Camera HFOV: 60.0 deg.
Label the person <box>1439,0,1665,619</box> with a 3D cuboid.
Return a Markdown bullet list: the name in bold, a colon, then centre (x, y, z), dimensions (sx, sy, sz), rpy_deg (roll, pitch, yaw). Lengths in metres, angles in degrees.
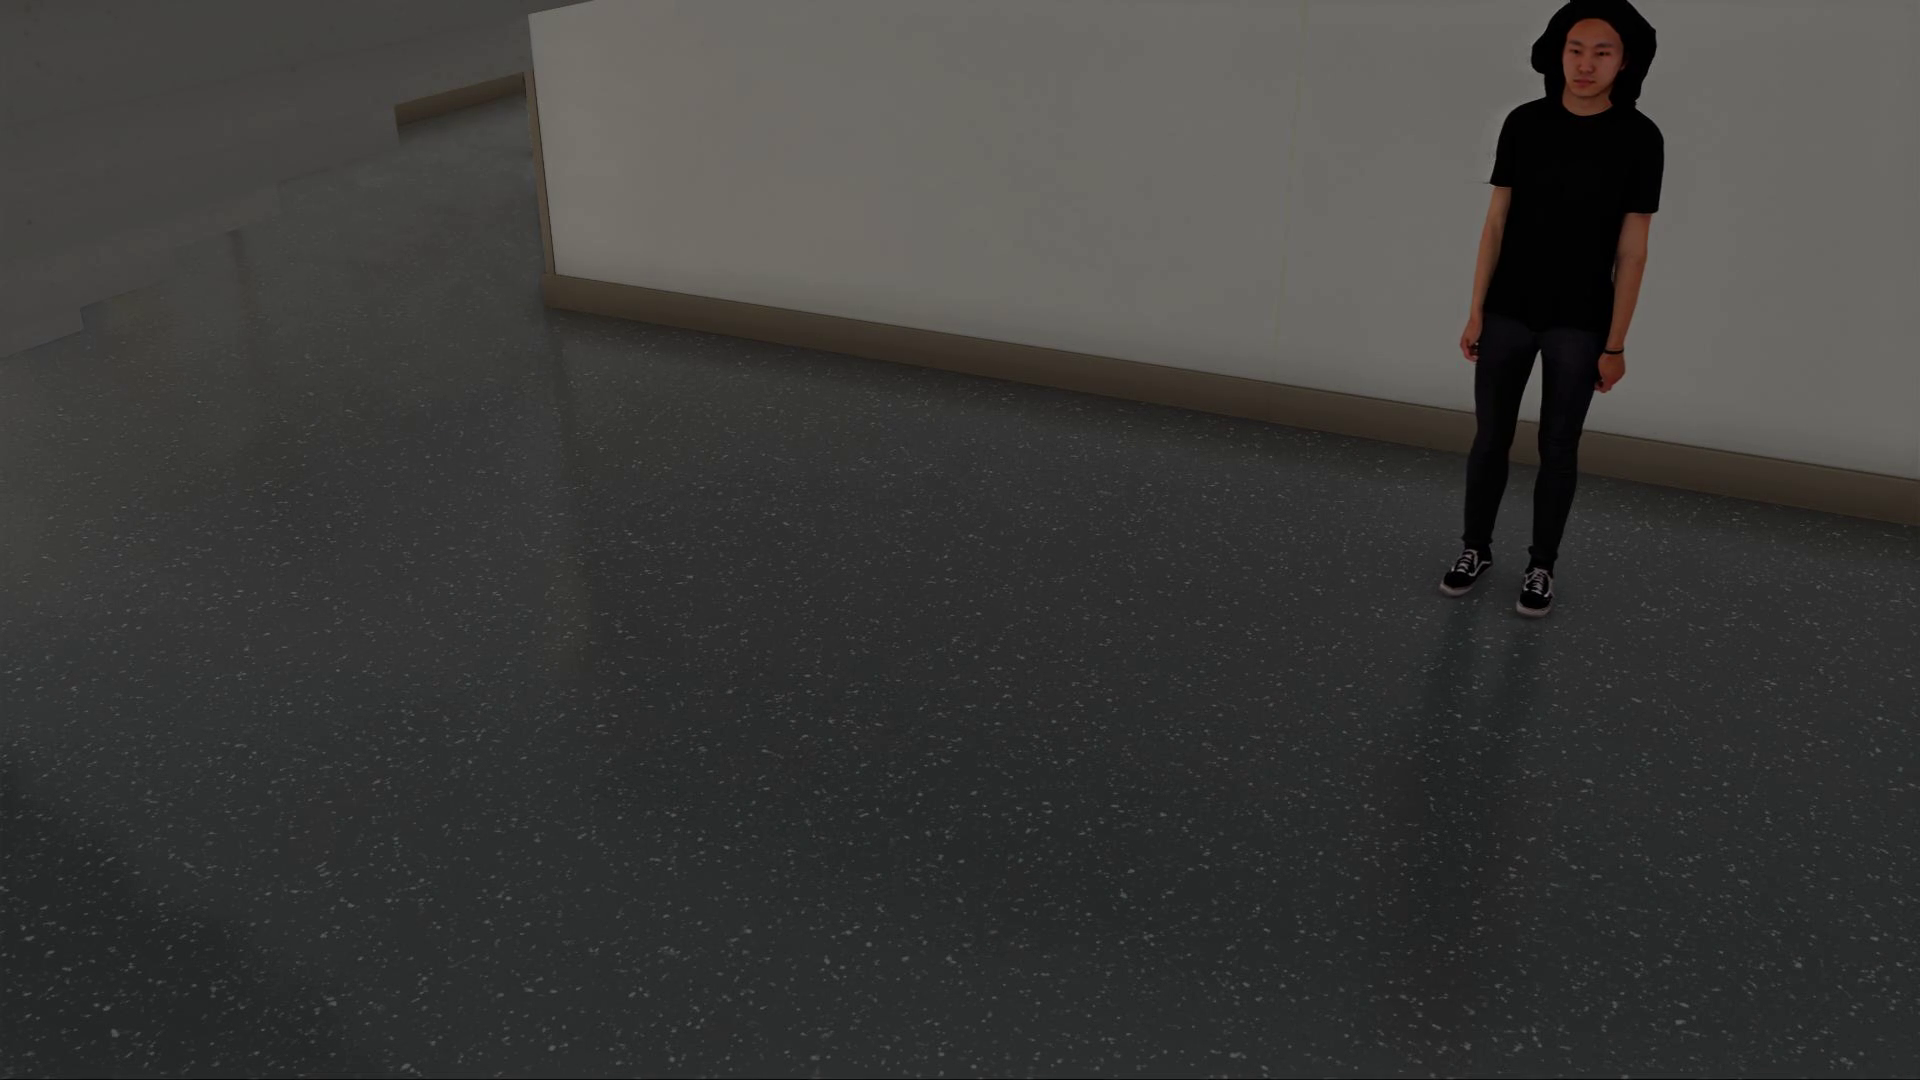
- **person**: centre (1.730, -0.676, 4.866), dimensions (0.528, 1.827, 0.734), rpy_deg (17, 31, 32)
